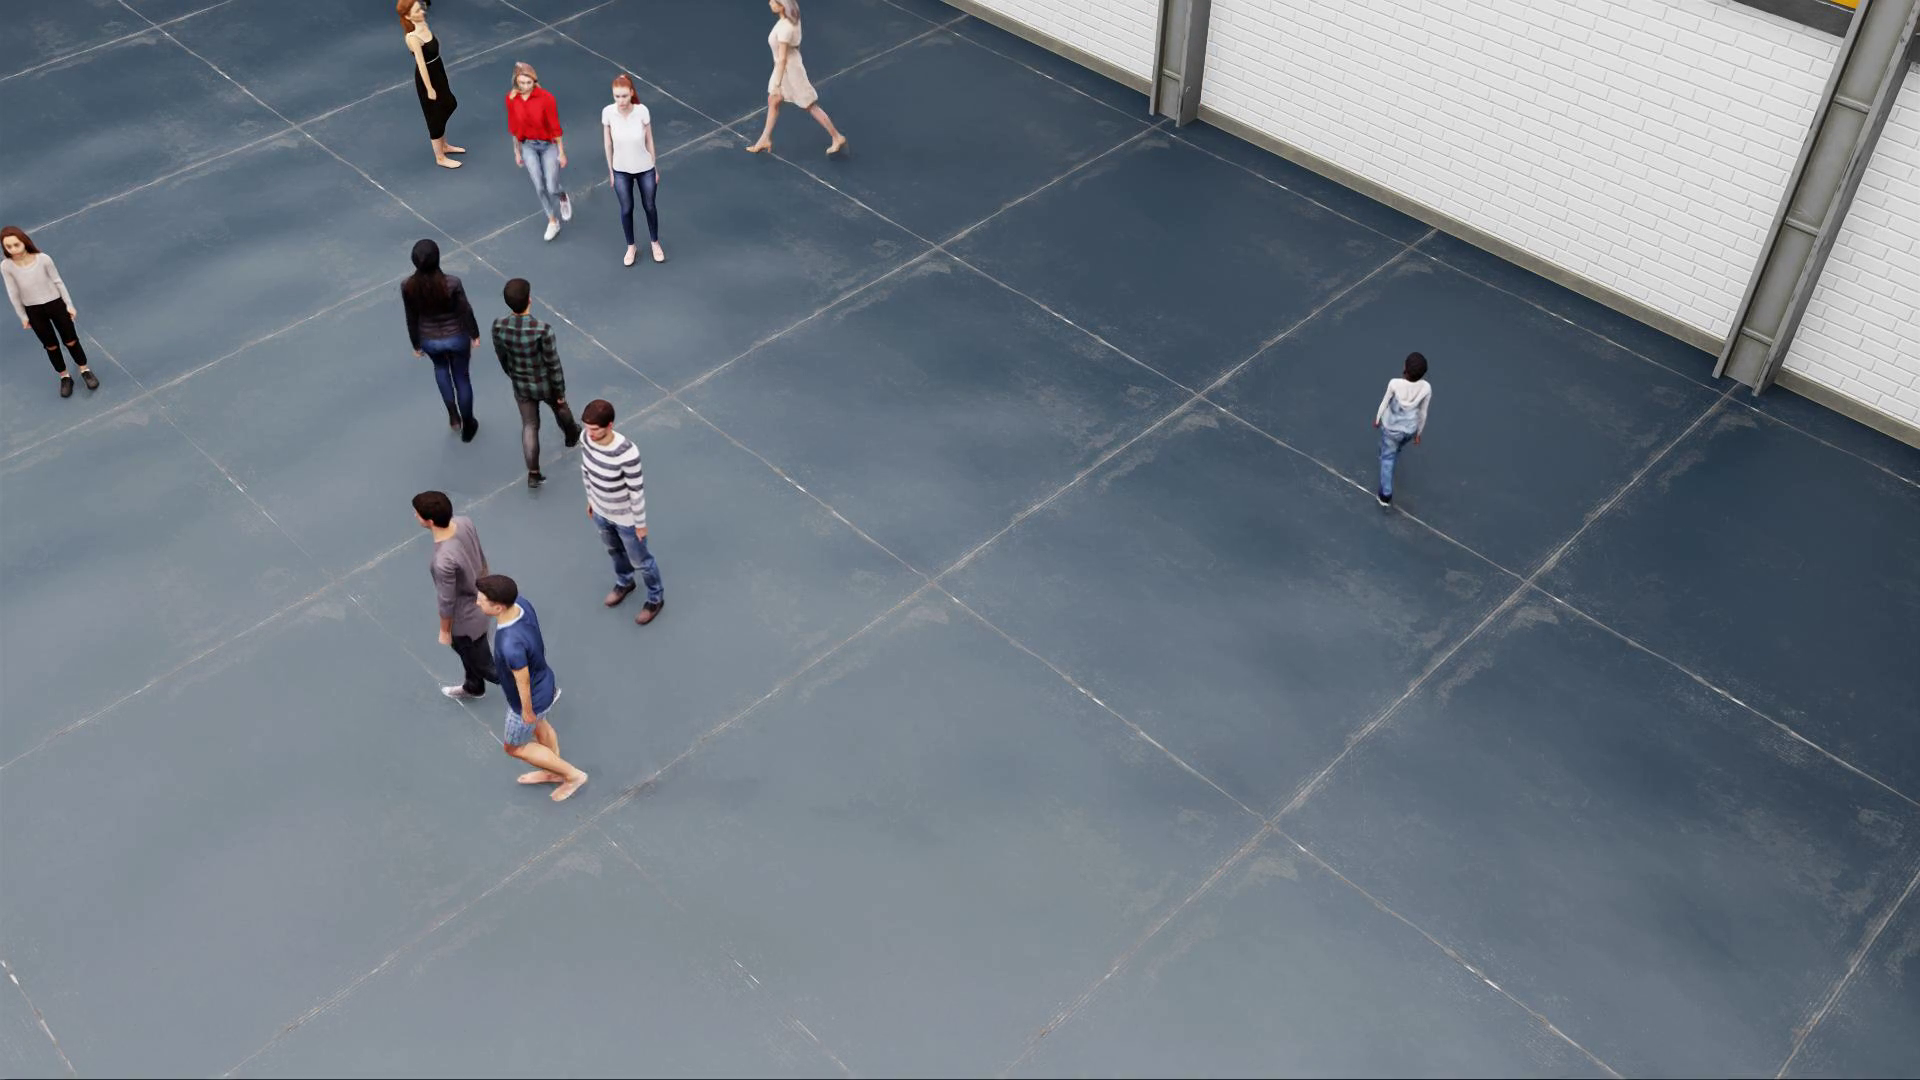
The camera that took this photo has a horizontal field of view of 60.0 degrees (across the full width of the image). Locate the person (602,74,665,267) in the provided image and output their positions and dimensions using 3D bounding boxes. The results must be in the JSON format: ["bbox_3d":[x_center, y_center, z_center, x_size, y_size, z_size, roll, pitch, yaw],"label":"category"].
[{"bbox_3d":[-2.786,-3.171,14.214,0.655,1.738,0.697,-5,44,-5],"label":"person"}]

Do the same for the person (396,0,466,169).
[{"bbox_3d":[-4.928,-4.265,15.445,0.741,1.625,0.680,-1,44,-1],"label":"person"}]

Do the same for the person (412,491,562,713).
[{"bbox_3d":[-2.981,0.443,10.359,1.144,1.824,1.100,-1,44,-1],"label":"person"}]

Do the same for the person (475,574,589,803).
[{"bbox_3d":[-2.501,0.872,9.899,0.861,1.837,0.802,-3,44,-3],"label":"person"}]

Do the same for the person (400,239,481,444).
[{"bbox_3d":[-3.844,-1.421,12.380,0.759,1.735,0.802,-5,44,-5],"label":"person"}]

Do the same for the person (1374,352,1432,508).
[{"bbox_3d":[3.193,-0.809,12.090,0.837,1.248,0.885,0,44,0],"label":"person"}]

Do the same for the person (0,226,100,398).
[{"bbox_3d":[-7.130,-1.806,12.965,0.600,1.485,0.578,-20,47,-20],"label":"person"}]

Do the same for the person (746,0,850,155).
[{"bbox_3d":[-1.462,-4.271,15.408,1.235,1.684,1.147,1,44,1],"label":"person"}]

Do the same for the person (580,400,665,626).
[{"bbox_3d":[-2.254,-0.220,11.038,0.509,1.846,0.733,27,50,25],"label":"person"}]

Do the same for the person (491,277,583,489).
[{"bbox_3d":[-3.149,-1.134,12.213,1.147,1.689,1.155,2,44,2],"label":"person"}]

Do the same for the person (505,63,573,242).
[{"bbox_3d":[-3.637,-3.451,14.540,0.788,1.695,0.854,4,44,4],"label":"person"}]
